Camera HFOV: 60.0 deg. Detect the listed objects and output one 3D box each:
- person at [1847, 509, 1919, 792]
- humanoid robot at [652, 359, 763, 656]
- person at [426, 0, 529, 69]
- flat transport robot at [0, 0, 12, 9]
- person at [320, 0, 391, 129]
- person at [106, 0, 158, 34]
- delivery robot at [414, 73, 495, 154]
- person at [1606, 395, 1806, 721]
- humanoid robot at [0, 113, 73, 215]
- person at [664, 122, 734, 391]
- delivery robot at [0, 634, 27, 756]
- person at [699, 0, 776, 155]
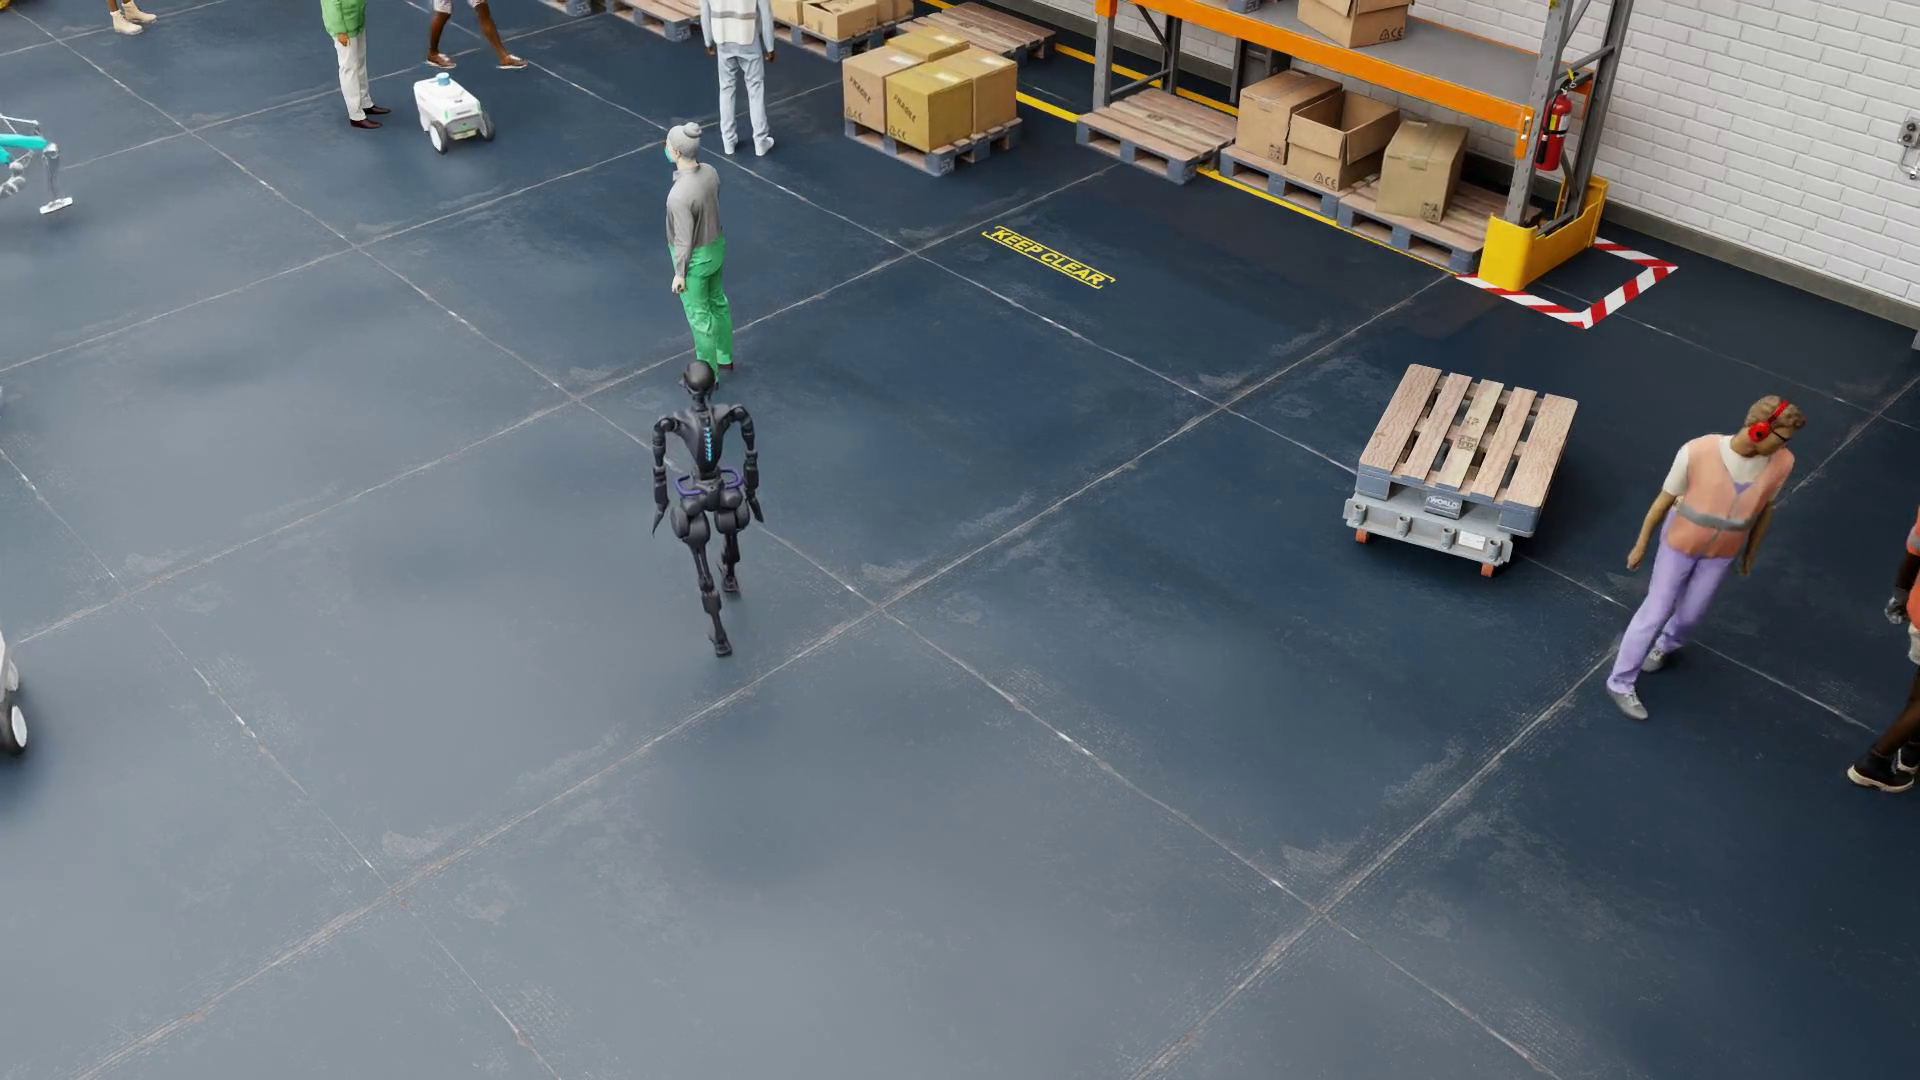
[{"bbox_3d":[4.614,0.382,7.640,0.593,1.937,0.724,-14,39,-18],"label":"person"},{"bbox_3d":[-1.345,-0.237,8.704,0.589,1.630,0.735,-13,39,-17],"label":"humanoid robot"},{"bbox_3d":[-4.566,-5.133,15.065,1.005,1.787,0.493,9,38,12],"label":"person"},{"bbox_3d":[-10.074,-5.780,17.185,0.659,0.231,1.431,-6,38,-8],"label":"flat transport robot"},{"bbox_3d":[-5.197,-4.404,14.107,0.384,1.782,0.551,0,37,0],"label":"person"},{"bbox_3d":[-8.160,-5.891,15.863,0.372,2.042,0.613,4,37,5],"label":"person"},{"bbox_3d":[-4.335,-3.652,14.142,0.499,0.608,0.801,-24,43,-28],"label":"delivery robot"},{"bbox_3d":[3.644,0.049,8.212,0.637,1.791,0.601,2,37,3],"label":"person"},{"bbox_3d":[-7.256,-3.169,12.530,1.044,1.750,0.558,-18,40,-22],"label":"humanoid robot"},{"bbox_3d":[-1.689,-1.816,10.637,0.341,1.839,0.507,12,39,15],"label":"person"},{"bbox_3d":[-4.975,0.769,8.293,0.499,0.614,0.808,-12,39,-15],"label":"delivery robot"},{"bbox_3d":[-1.813,-4.074,13.569,0.601,1.909,0.390,5,37,7],"label":"person"}]
